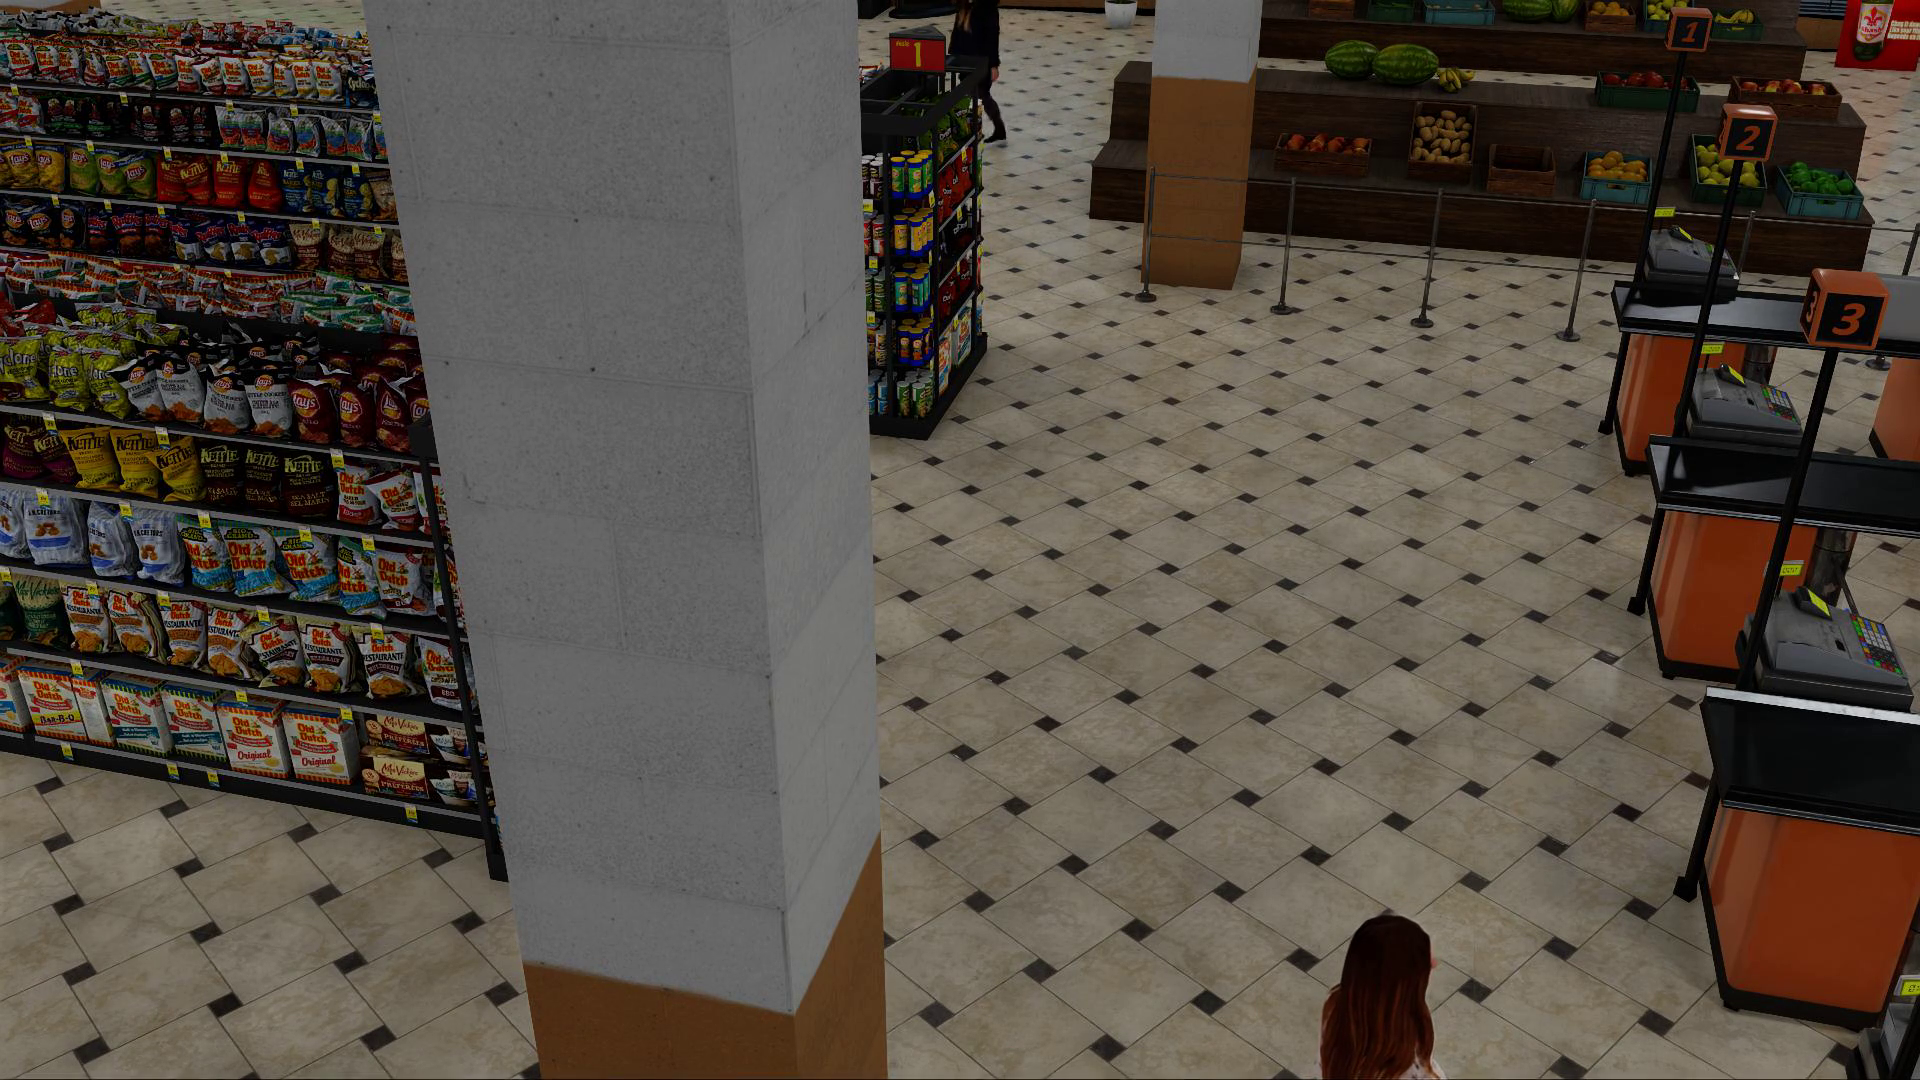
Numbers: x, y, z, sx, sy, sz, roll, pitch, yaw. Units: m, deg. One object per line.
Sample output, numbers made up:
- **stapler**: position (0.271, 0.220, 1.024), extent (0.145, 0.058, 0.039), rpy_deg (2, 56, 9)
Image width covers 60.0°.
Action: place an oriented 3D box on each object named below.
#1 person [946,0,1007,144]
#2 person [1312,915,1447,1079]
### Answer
- **person**: position (0.218, -4.442, 15.554), extent (1.136, 1.625, 1.138), rpy_deg (-20, 35, -32)
- **person**: position (1.027, 1.654, 4.281), extent (0.662, 1.728, 0.653), rpy_deg (-7, 29, -13)
